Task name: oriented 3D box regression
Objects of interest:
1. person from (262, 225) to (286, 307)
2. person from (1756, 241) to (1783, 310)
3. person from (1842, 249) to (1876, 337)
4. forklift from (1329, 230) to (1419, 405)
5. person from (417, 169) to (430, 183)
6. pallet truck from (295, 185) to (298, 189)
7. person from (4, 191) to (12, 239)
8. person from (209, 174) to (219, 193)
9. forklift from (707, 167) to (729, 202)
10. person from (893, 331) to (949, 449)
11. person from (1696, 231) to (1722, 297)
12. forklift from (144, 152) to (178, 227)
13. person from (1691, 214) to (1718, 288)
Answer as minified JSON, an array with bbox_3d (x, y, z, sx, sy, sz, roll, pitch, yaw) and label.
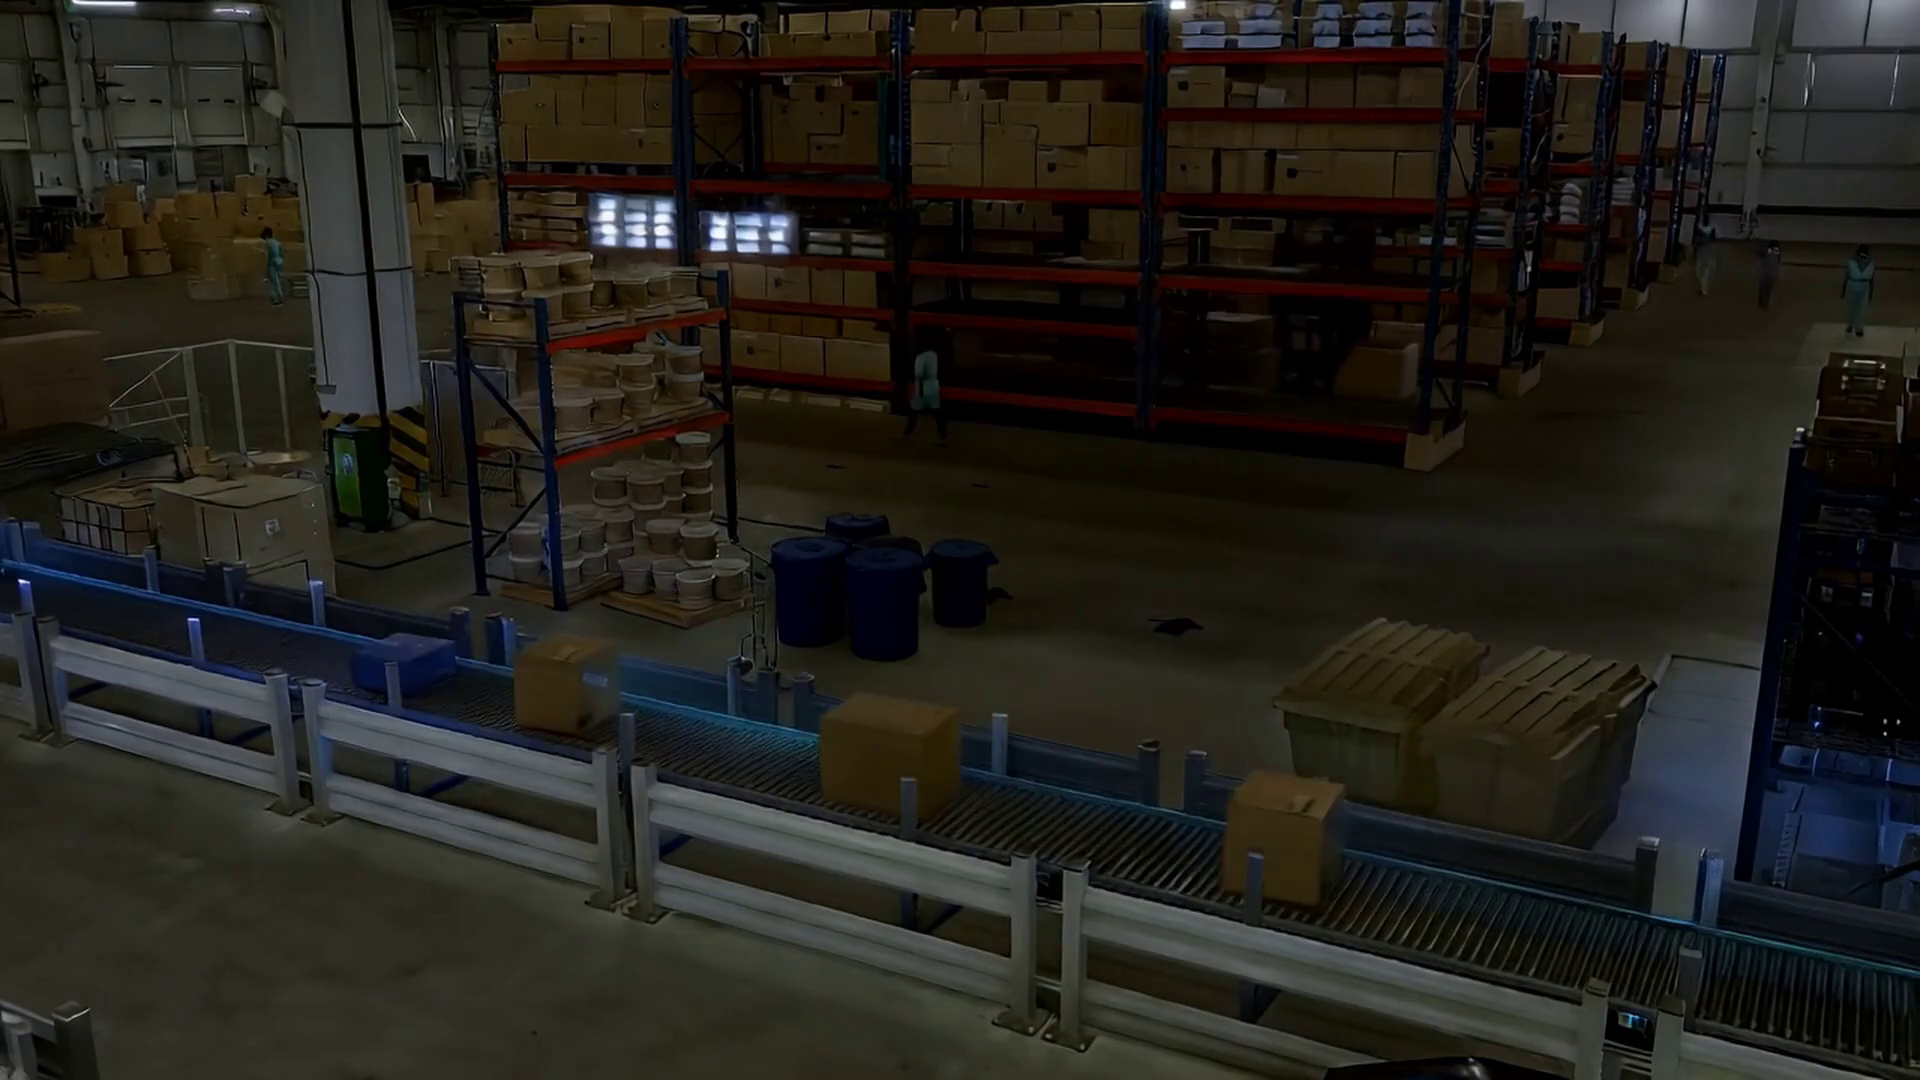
[{"bbox_3d":[-16.216,-6.478,39.324,0.388,1.908,0.584,-3,15,-11],"label":"person"},{"bbox_3d":[18.731,-6.101,38.463,0.527,1.597,0.775,4,15,13],"label":"person"},{"bbox_3d":[18.588,-5.124,34.444,0.586,1.788,0.984,5,16,18],"label":"person"},{"bbox_3d":[6.157,-3.417,25.945,1.873,2.768,1.129,8,17,28],"label":"forklift"},{"bbox_3d":[-22.724,-14.765,70.550,0.617,1.883,1.077,3,15,10],"label":"person"},{"bbox_3d":[-26.804,-14.617,69.738,1.885,1.965,0.823,-14,20,-42],"label":"pallet truck"},{"bbox_3d":[-33.399,-11.346,58.024,0.883,1.708,0.496,1,15,3],"label":"person"},{"bbox_3d":[-32.138,-14.951,71.688,0.515,1.636,0.314,9,17,31],"label":"person"},{"bbox_3d":[-7.386,-9.903,50.326,1.129,2.768,1.873,8,17,27],"label":"forklift"},{"bbox_3d":[-0.518,-2.110,23.370,0.891,1.644,0.548,9,17,30],"label":"person"},{"bbox_3d":[18.621,-6.853,41.312,0.530,1.593,0.787,12,19,38],"label":"person"},{"bbox_3d":[-30.086,-13.242,62.882,1.873,2.768,1.129,8,17,28],"label":"forklift"},{"bbox_3d":[19.384,-7.533,43.326,0.612,1.899,0.645,9,18,31],"label":"person"}]
